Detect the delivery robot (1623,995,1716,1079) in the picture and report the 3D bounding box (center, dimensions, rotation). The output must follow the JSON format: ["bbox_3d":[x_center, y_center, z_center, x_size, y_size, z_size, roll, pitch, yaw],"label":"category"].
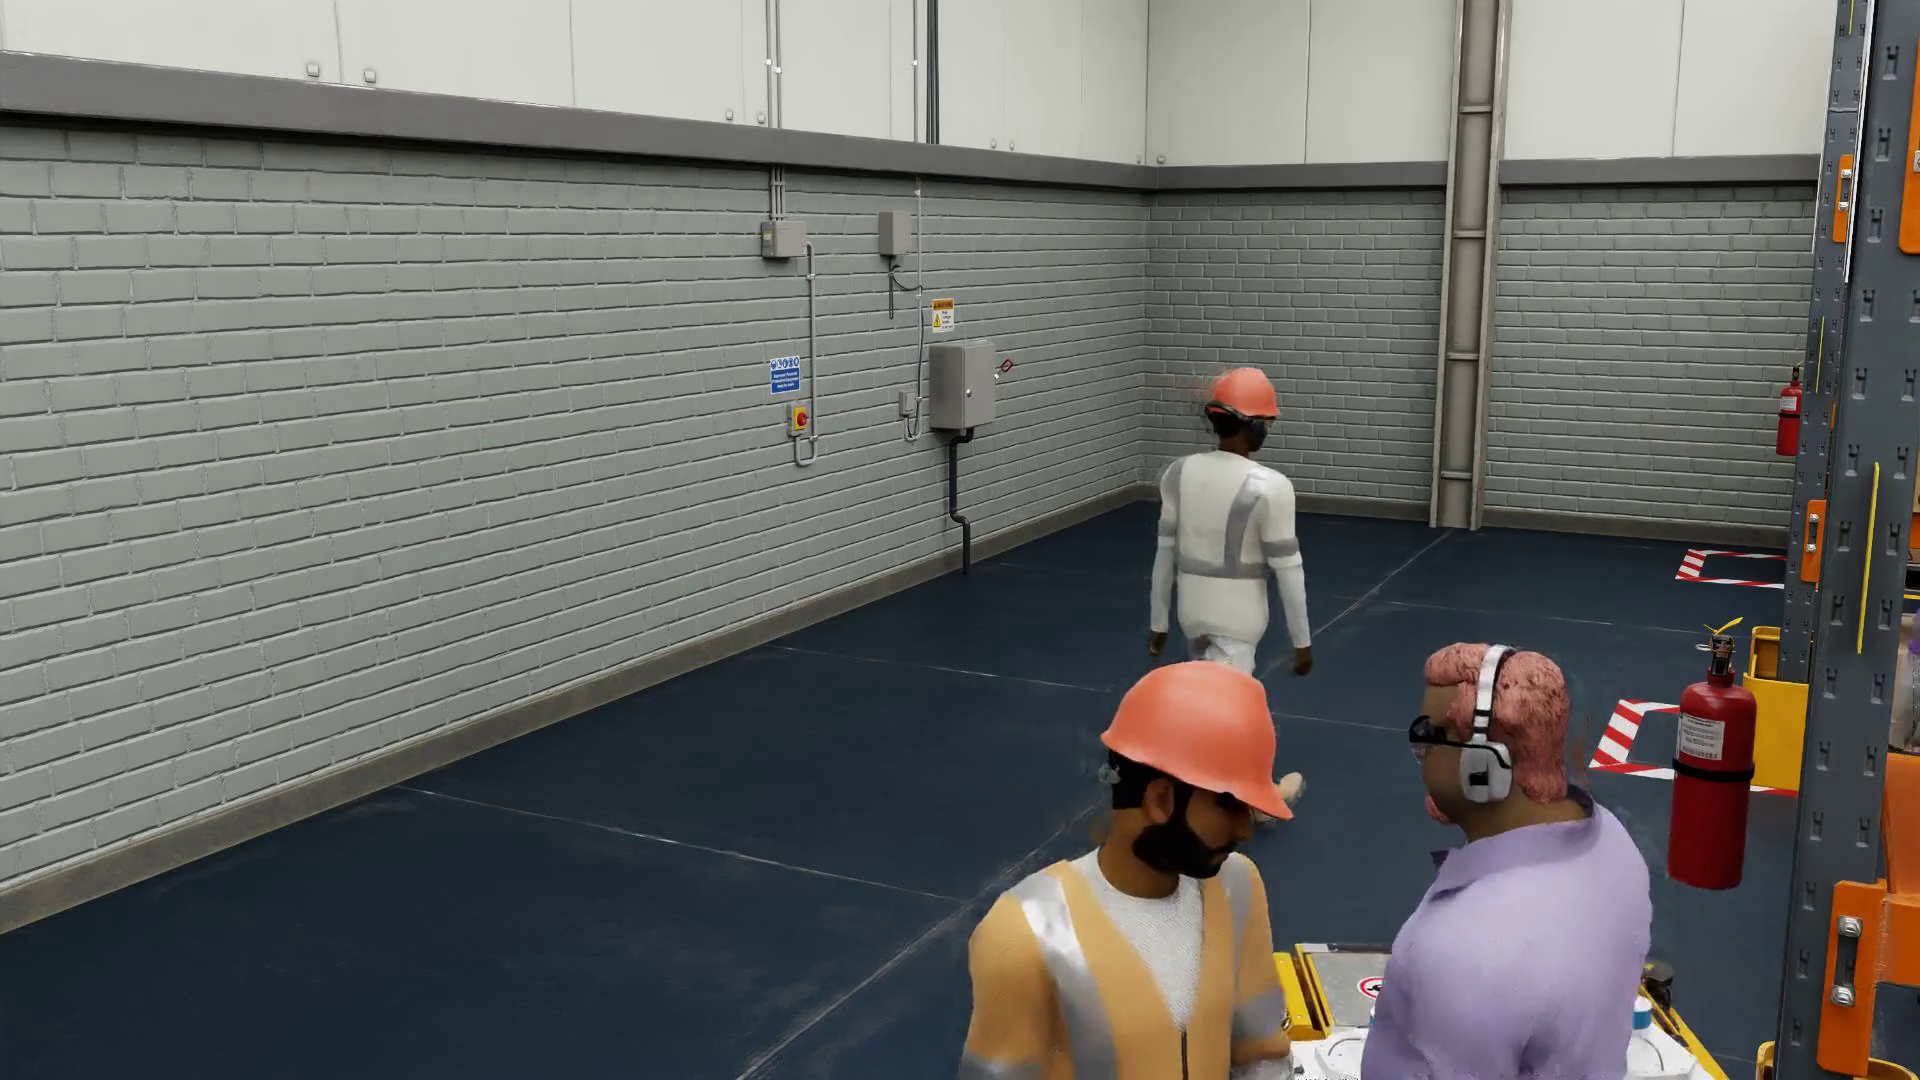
[{"bbox_3d":[1.723,1.419,4.307,0.477,0.478,0.707,-2,10,-9],"label":"delivery robot"}]

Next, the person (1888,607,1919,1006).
[{"bbox_3d":[3.234,0.614,5.234,0.538,1.910,0.416,-1,10,-5],"label":"person"}]

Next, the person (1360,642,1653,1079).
[{"bbox_3d":[0.862,1.093,2.674,0.550,1.892,0.669,8,13,37],"label":"person"}]

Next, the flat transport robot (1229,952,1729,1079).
[{"bbox_3d":[1.518,1.466,5.080,1.431,0.197,0.652,1,10,3],"label":"flat transport robot"}]

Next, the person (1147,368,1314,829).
[{"bbox_3d":[1.134,0.311,6.690,1.044,1.985,0.633,-8,13,-38],"label":"person"}]

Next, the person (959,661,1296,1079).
[{"bbox_3d":[0.302,1.114,2.626,0.551,1.868,0.971,-8,13,-38],"label":"person"}]

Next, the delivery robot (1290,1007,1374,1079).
[{"bbox_3d":[1.086,1.430,4.245,0.707,0.478,0.477,-1,10,-4],"label":"delivery robot"}]
